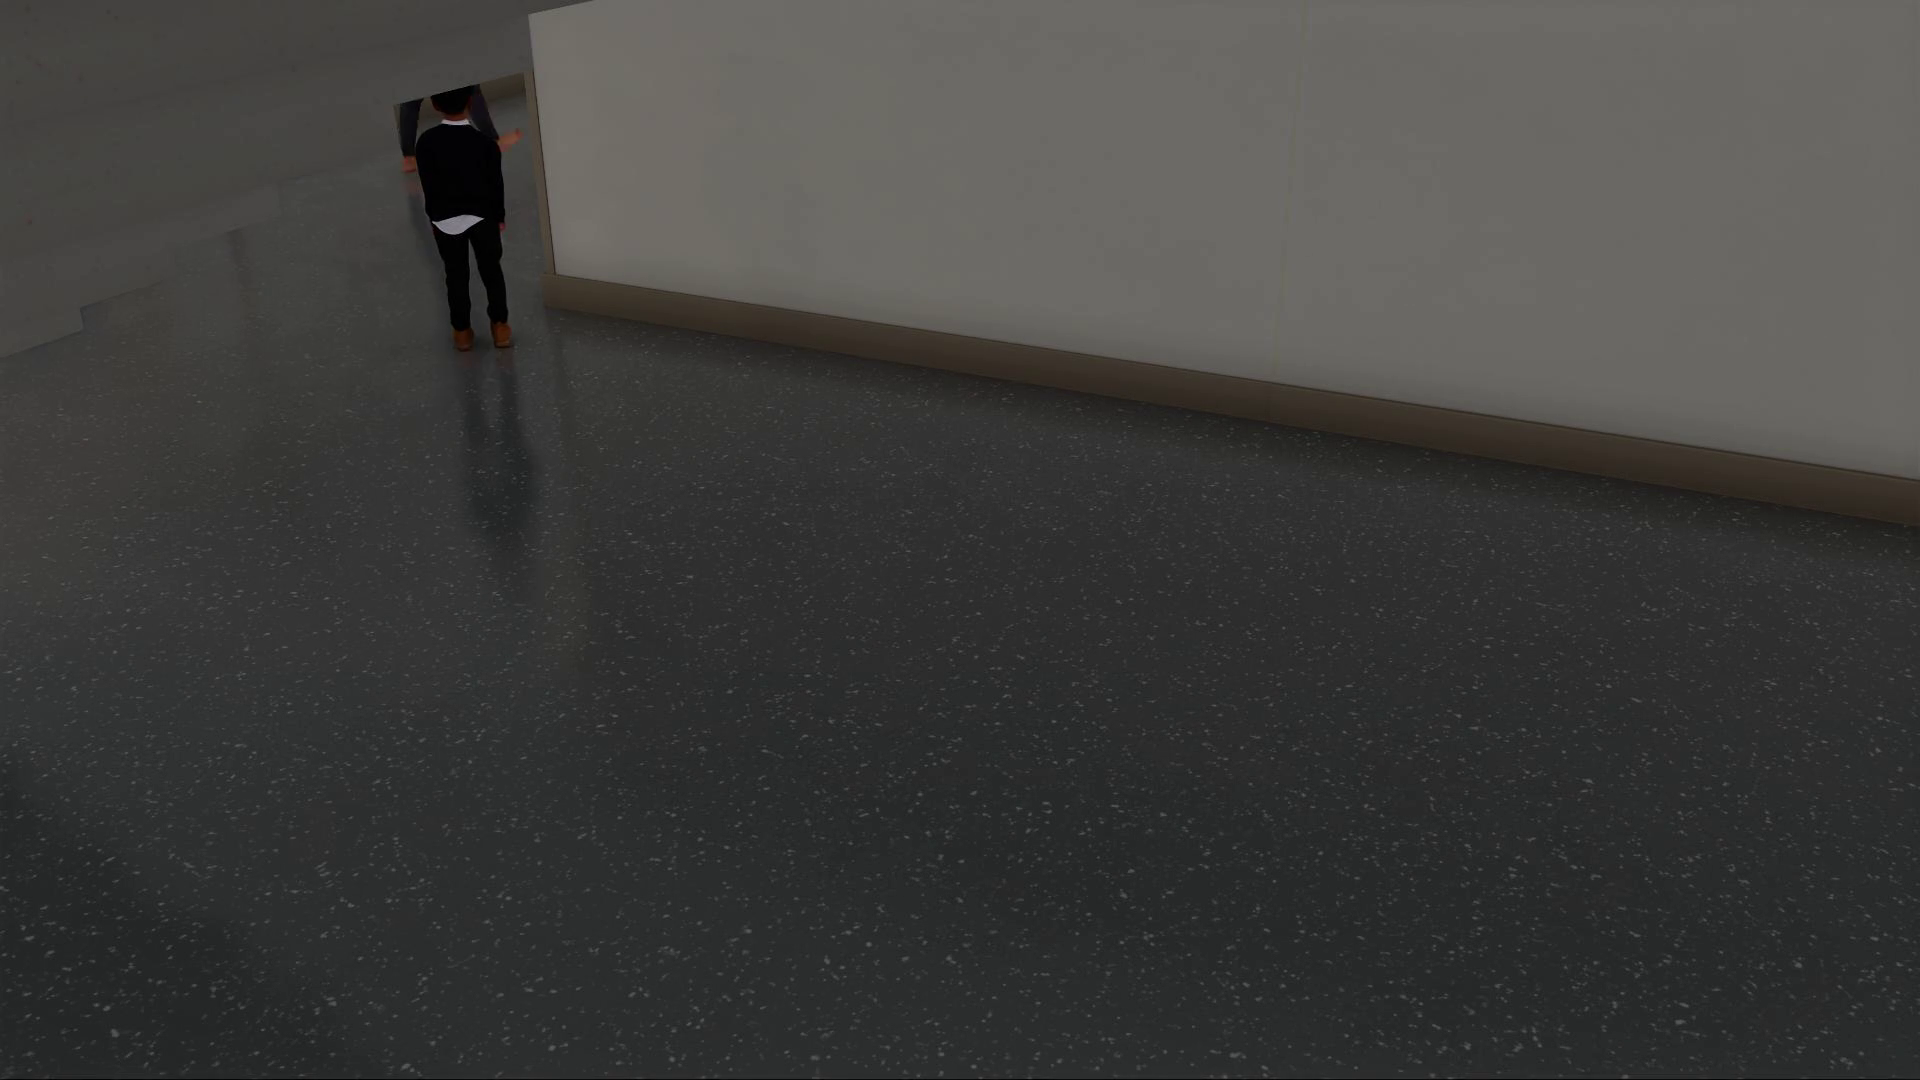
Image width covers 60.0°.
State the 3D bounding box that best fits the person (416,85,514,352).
[{"bbox_3d":[-2.120,-1.420,7.121,0.571,1.223,0.637,-8,27,-15],"label":"person"}]
